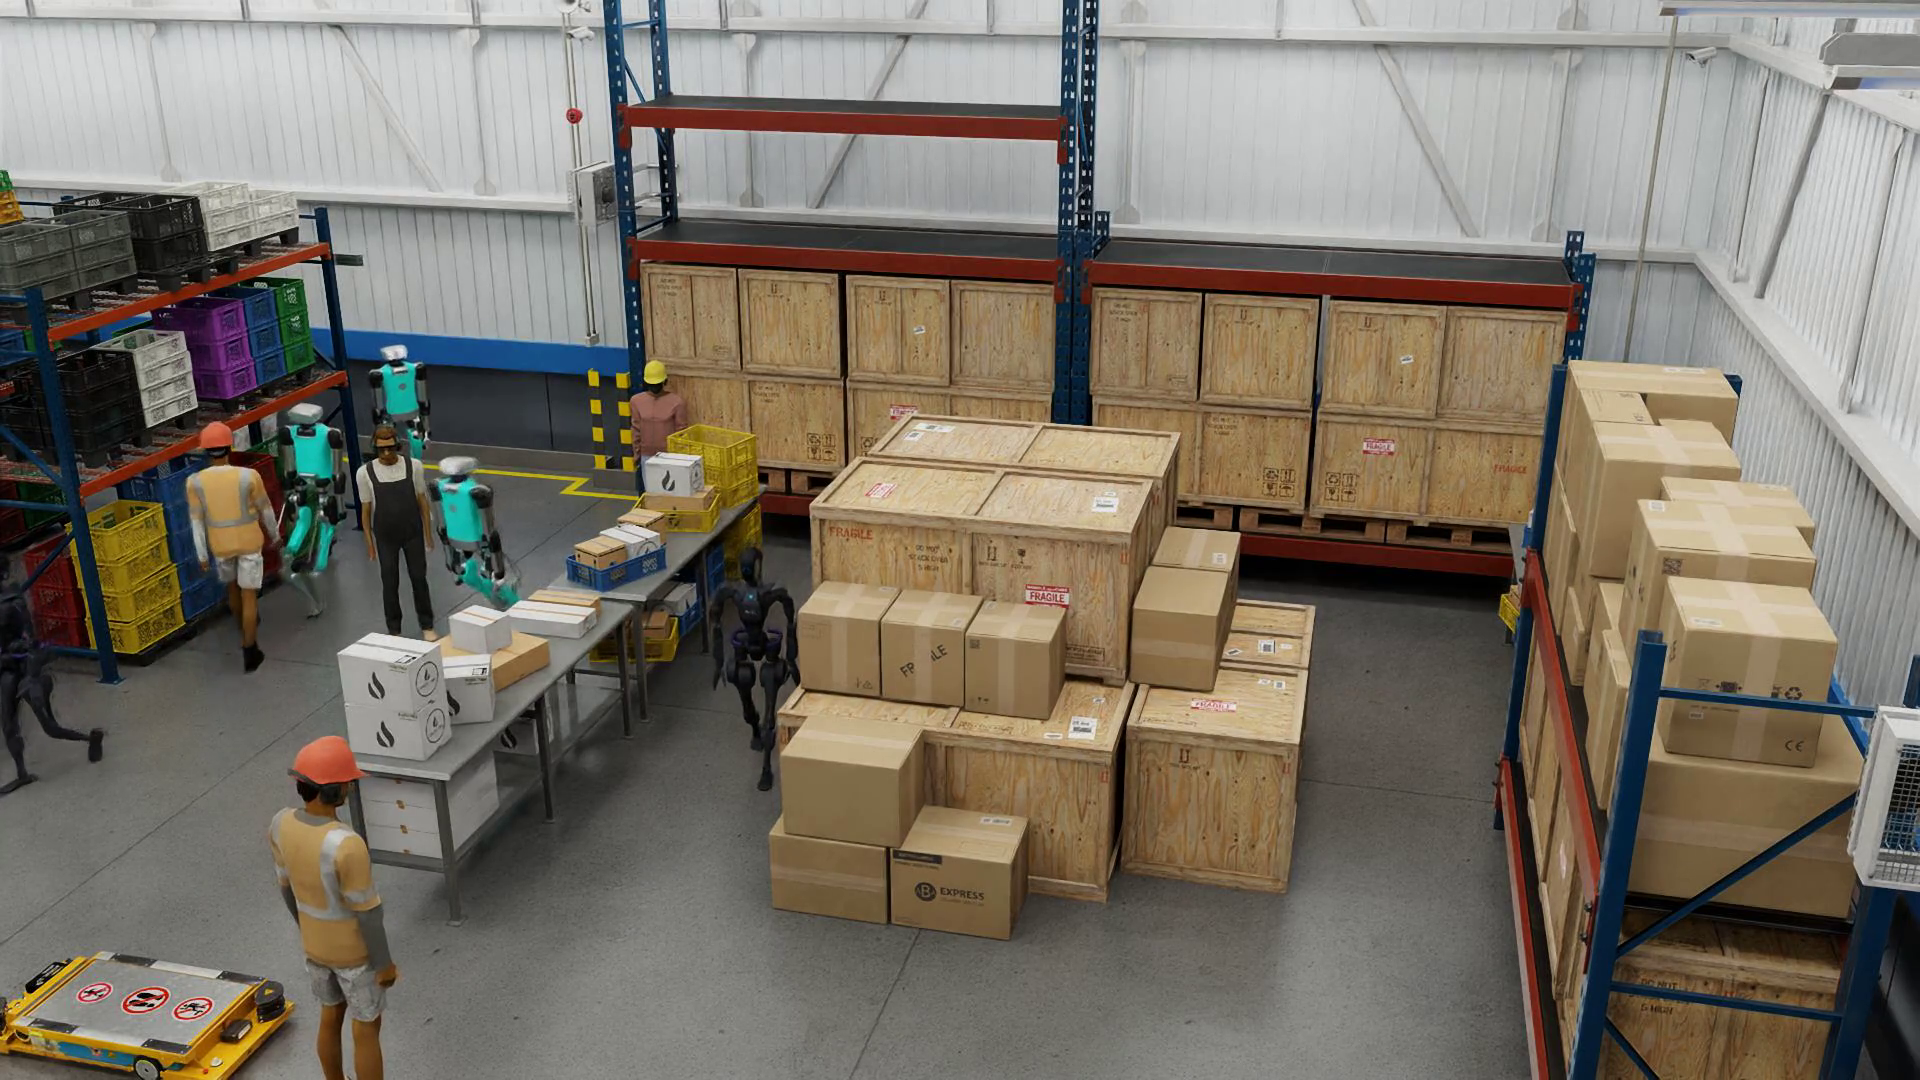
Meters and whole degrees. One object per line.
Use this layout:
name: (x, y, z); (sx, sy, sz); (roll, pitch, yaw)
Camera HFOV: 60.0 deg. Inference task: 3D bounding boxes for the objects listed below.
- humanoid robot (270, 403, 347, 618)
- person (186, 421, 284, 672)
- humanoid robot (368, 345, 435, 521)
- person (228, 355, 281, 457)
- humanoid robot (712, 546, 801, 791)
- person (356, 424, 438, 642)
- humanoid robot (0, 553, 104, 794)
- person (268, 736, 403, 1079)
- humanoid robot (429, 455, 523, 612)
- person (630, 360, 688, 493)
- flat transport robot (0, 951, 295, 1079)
humanoid robot: (-5.277, -0.113, 13.452); (0.539, 1.908, 0.716); (3, 21, 7)
person: (-5.524, -0.005, 12.781); (0.558, 1.896, 0.918); (-2, 21, -6)
humanoid robot: (-5.295, -1.007, 15.659); (0.532, 1.791, 0.796); (-14, 25, -33)
person: (-7.064, -1.426, 16.596); (0.619, 1.833, 0.430); (-20, 28, -41)
humanoid robot: (-1.347, 0.786, 11.090); (0.615, 1.634, 0.772); (1, 21, 1)
person: (-4.360, -0.026, 12.926); (0.506, 1.839, 0.337); (-10, 23, -24)
humanoid robot: (-6.129, 0.826, 10.960); (0.585, 1.645, 0.709); (11, 23, 26)
person: (-2.851, 1.852, 7.732); (0.604, 2.034, 0.389); (13, 24, 30)
humanoid robot: (-3.550, 0.166, 12.589); (0.537, 1.812, 0.711); (9, 23, 22)
person: (-2.695, -0.766, 14.965); (0.523, 1.761, 0.335); (2, 21, 4)
flat transport robot: (-4.270, 2.464, 8.601); (1.431, 0.231, 0.659); (5, 22, 13)
